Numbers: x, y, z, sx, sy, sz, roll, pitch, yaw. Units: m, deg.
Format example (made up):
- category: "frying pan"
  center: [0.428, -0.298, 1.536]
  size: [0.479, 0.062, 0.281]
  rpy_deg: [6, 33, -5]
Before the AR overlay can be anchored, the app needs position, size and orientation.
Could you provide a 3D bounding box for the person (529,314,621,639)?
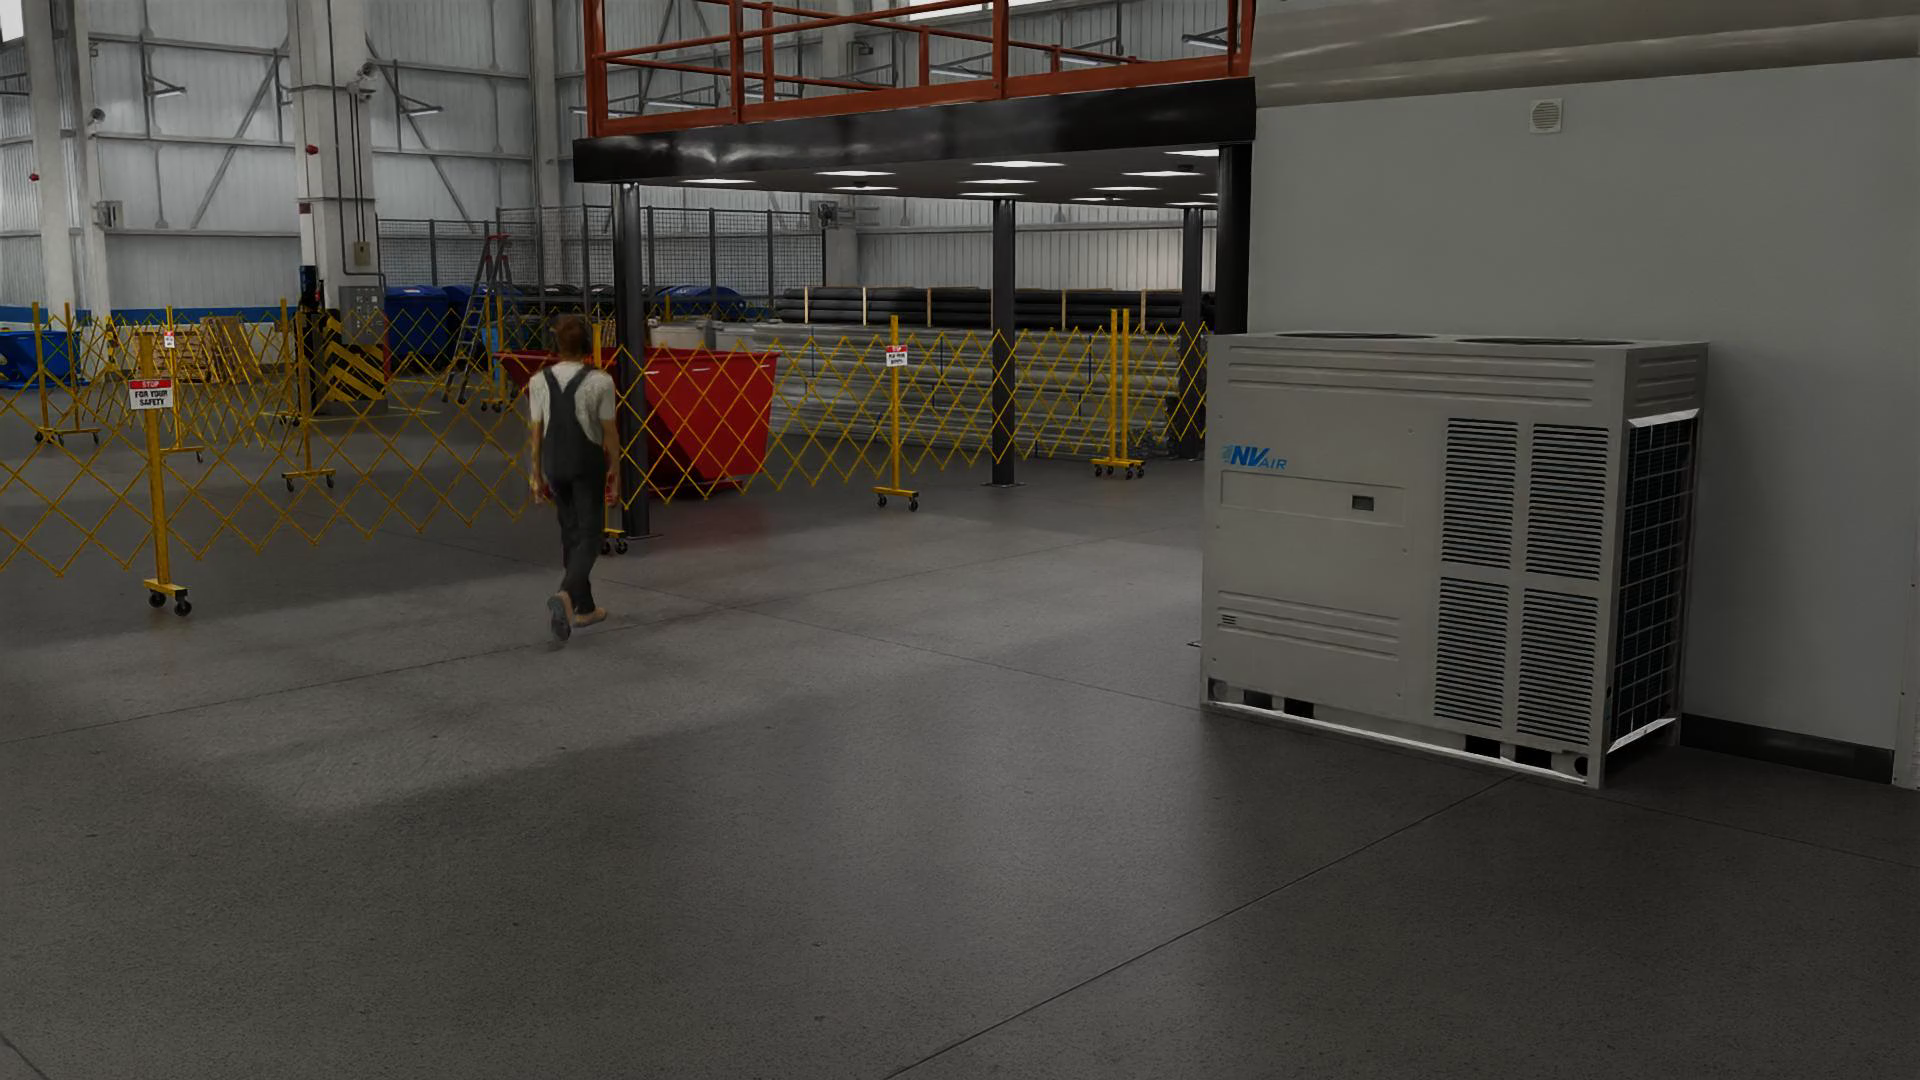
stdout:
- category: "person"
  center: [-2.186, -0.353, 9.354]
  size: [0.517, 1.828, 0.790]
  rpy_deg: [2, 9, 11]
